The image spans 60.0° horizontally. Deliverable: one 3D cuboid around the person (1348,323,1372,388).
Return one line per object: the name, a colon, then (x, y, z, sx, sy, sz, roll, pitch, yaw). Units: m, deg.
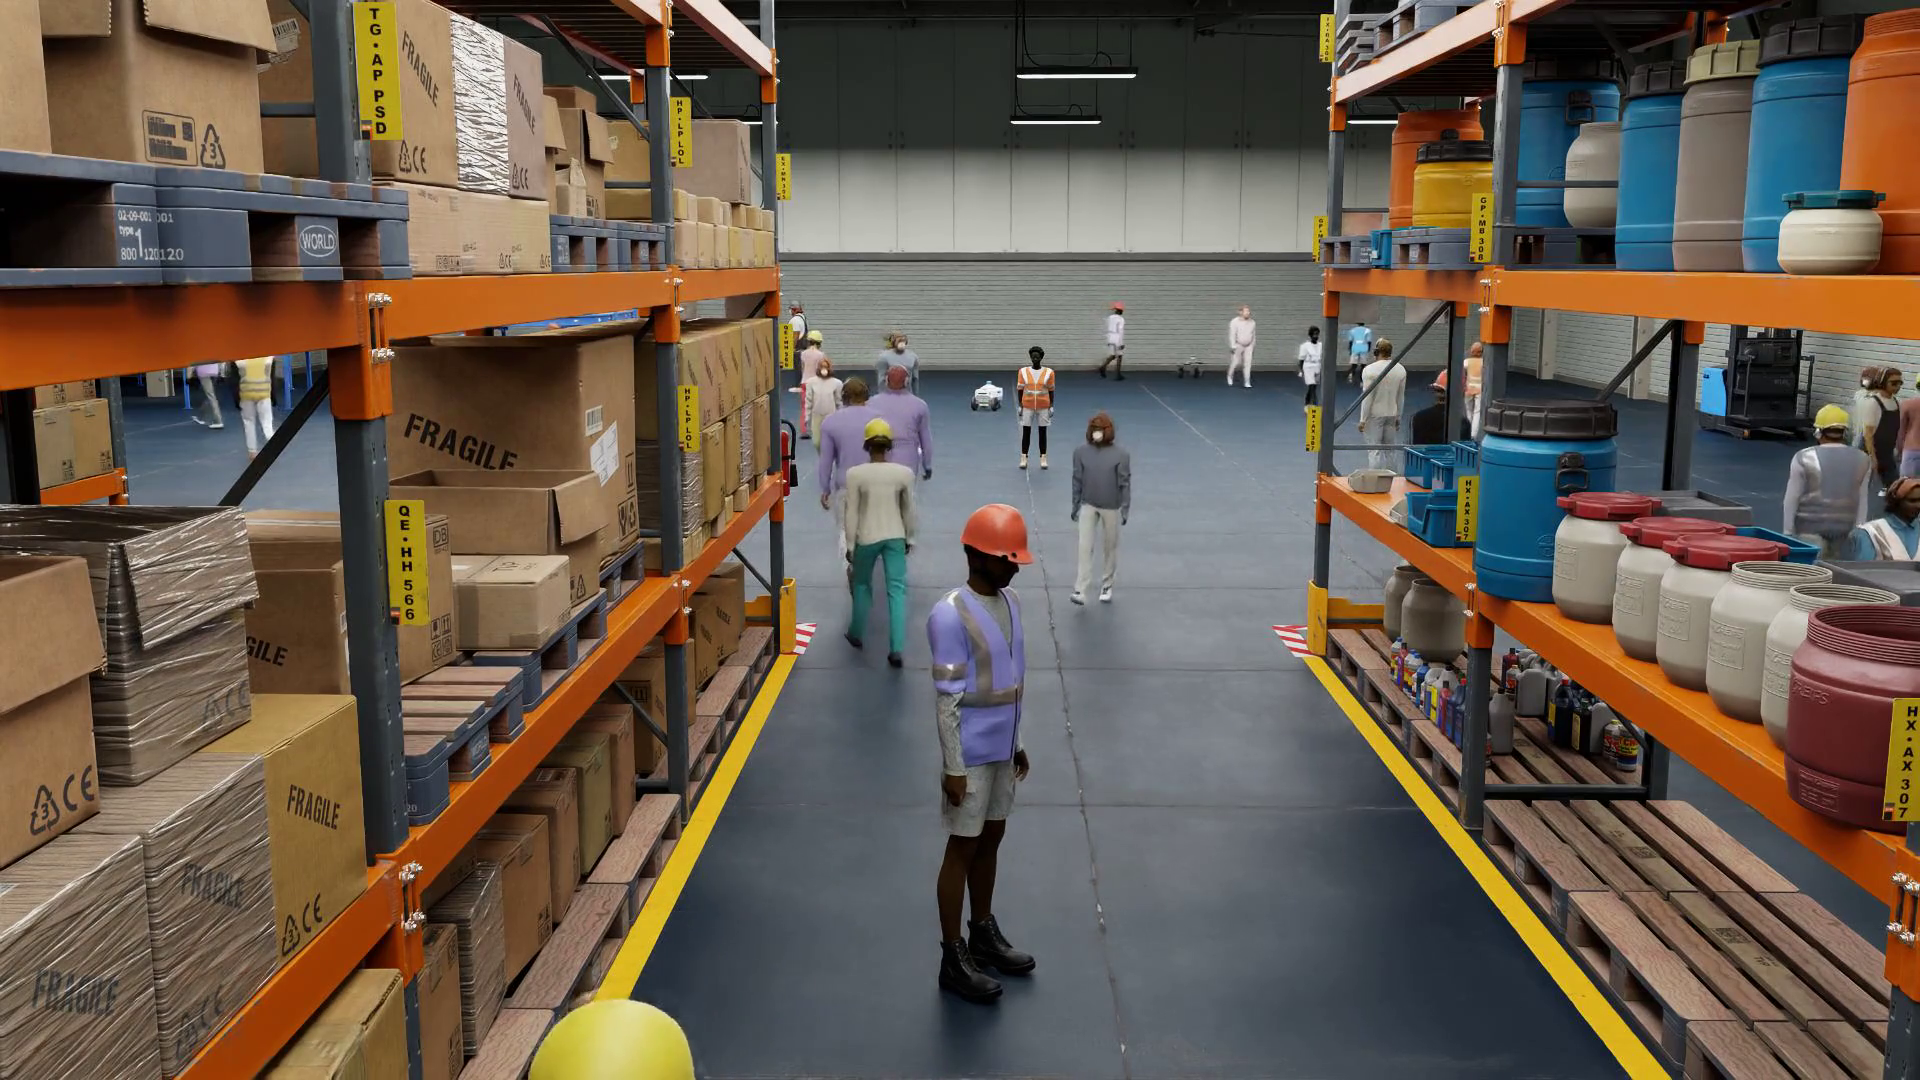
person: (9.105, -4.303, 37.912, 0.540, 1.681, 0.541, 5, 11, 29)

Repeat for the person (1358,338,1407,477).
person: (5.112, -1.479, 20.209, 0.638, 1.938, 0.356, -5, 11, -26)

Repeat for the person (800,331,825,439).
person: (-2.353, -2.534, 27.140, 0.529, 1.737, 0.766, 6, 11, 32)

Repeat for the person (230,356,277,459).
person: (-10.242, -2.085, 24.159, 0.641, 1.829, 0.607, -6, 11, -34)

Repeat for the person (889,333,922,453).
person: (-0.927, -2.194, 24.855, 0.968, 1.818, 0.545, 4, 10, 24)

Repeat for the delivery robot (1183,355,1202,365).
delivery robot: (5.798, -4.493, 41.472, 0.335, 0.223, 0.698, 6, 12, 34)

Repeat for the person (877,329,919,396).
person: (-0.845, -1.969, 23.191, 0.634, 1.924, 0.430, -4, 10, -20)

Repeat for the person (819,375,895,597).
person: (-0.851, -0.435, 14.043, 0.652, 1.913, 0.710, -2, 10, -11)

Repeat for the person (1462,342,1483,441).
person: (8.124, -2.313, 26.198, 0.509, 1.607, 0.778, 6, 11, 32)

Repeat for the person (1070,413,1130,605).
person: (1.142, -0.244, 13.798, 0.523, 1.592, 0.801, 3, 10, 17)

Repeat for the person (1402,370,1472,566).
person: (3.992, -0.444, 13.896, 0.516, 1.973, 0.637, -6, 11, -31)

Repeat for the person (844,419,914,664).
person: (-0.595, -0.008, 12.041, 0.552, 1.719, 0.888, -3, 10, -18)

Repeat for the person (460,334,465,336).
person: (-8.812, -3.080, 30.076, 0.565, 1.846, 0.390, 0, 9, 0)

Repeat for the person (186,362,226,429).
person: (-13.079, -2.870, 28.688, 0.945, 1.880, 0.617, 5, 11, 26)

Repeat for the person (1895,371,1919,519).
person: (10.224, -0.957, 17.678, 0.528, 1.754, 0.548, 4, 10, 23)

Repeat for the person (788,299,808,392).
person: (-3.643, -4.277, 36.794, 0.536, 2.000, 0.684, 2, 10, 12)

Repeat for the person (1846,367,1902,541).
person: (9.373, -0.846, 16.862, 0.524, 1.791, 0.941, -4, 10, -25)

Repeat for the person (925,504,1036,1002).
person: (0.108, 0.811, 6.525, 0.368, 1.929, 0.542, 6, 11, 30)

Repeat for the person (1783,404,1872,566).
person: (6.459, -0.104, 12.384, 0.600, 1.806, 0.791, 0, 9, 1)

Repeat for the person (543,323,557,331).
person: (-6.713, -2.624, 27.306, 0.593, 1.853, 0.835, -2, 10, -10)

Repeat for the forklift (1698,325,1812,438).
forklift: (13.248, -3.165, 27.620, 1.129, 2.768, 1.873, 0, 9, 1)

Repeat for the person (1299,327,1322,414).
person: (6.627, -3.151, 31.075, 0.546, 1.644, 0.861, -3, 10, -20)

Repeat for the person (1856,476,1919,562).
person: (5.396, 0.451, 9.580, 0.533, 1.636, 0.369, 0, 9, 1)

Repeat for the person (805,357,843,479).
person: (-1.797, -1.636, 22.109, 0.508, 1.613, 0.642, 1, 10, 5)

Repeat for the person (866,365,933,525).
person: (-0.585, -0.750, 16.037, 0.666, 1.866, 0.899, 1, 10, 5)

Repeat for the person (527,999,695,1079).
person: (-0.448, 1.544, 2.217, 0.606, 1.889, 0.857, 0, 9, 2)

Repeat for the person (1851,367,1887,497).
person: (11.087, -1.309, 20.213, 0.821, 1.599, 0.506, -5, 11, -27)

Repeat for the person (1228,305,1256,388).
person: (6.463, -4.440, 38.115, 0.657, 1.885, 0.757, -2, 10, -14)

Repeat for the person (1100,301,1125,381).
person: (3.734, -4.824, 40.295, 0.610, 1.921, 0.567, -8, 12, -39)

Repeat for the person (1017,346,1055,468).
person: (1.053, -1.845, 23.124, 0.531, 1.697, 0.322, 1, 9, 4)

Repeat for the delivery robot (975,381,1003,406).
delivery robot: (0.568, -2.847, 32.389, 0.477, 0.478, 0.707, 4, 10, 22)
